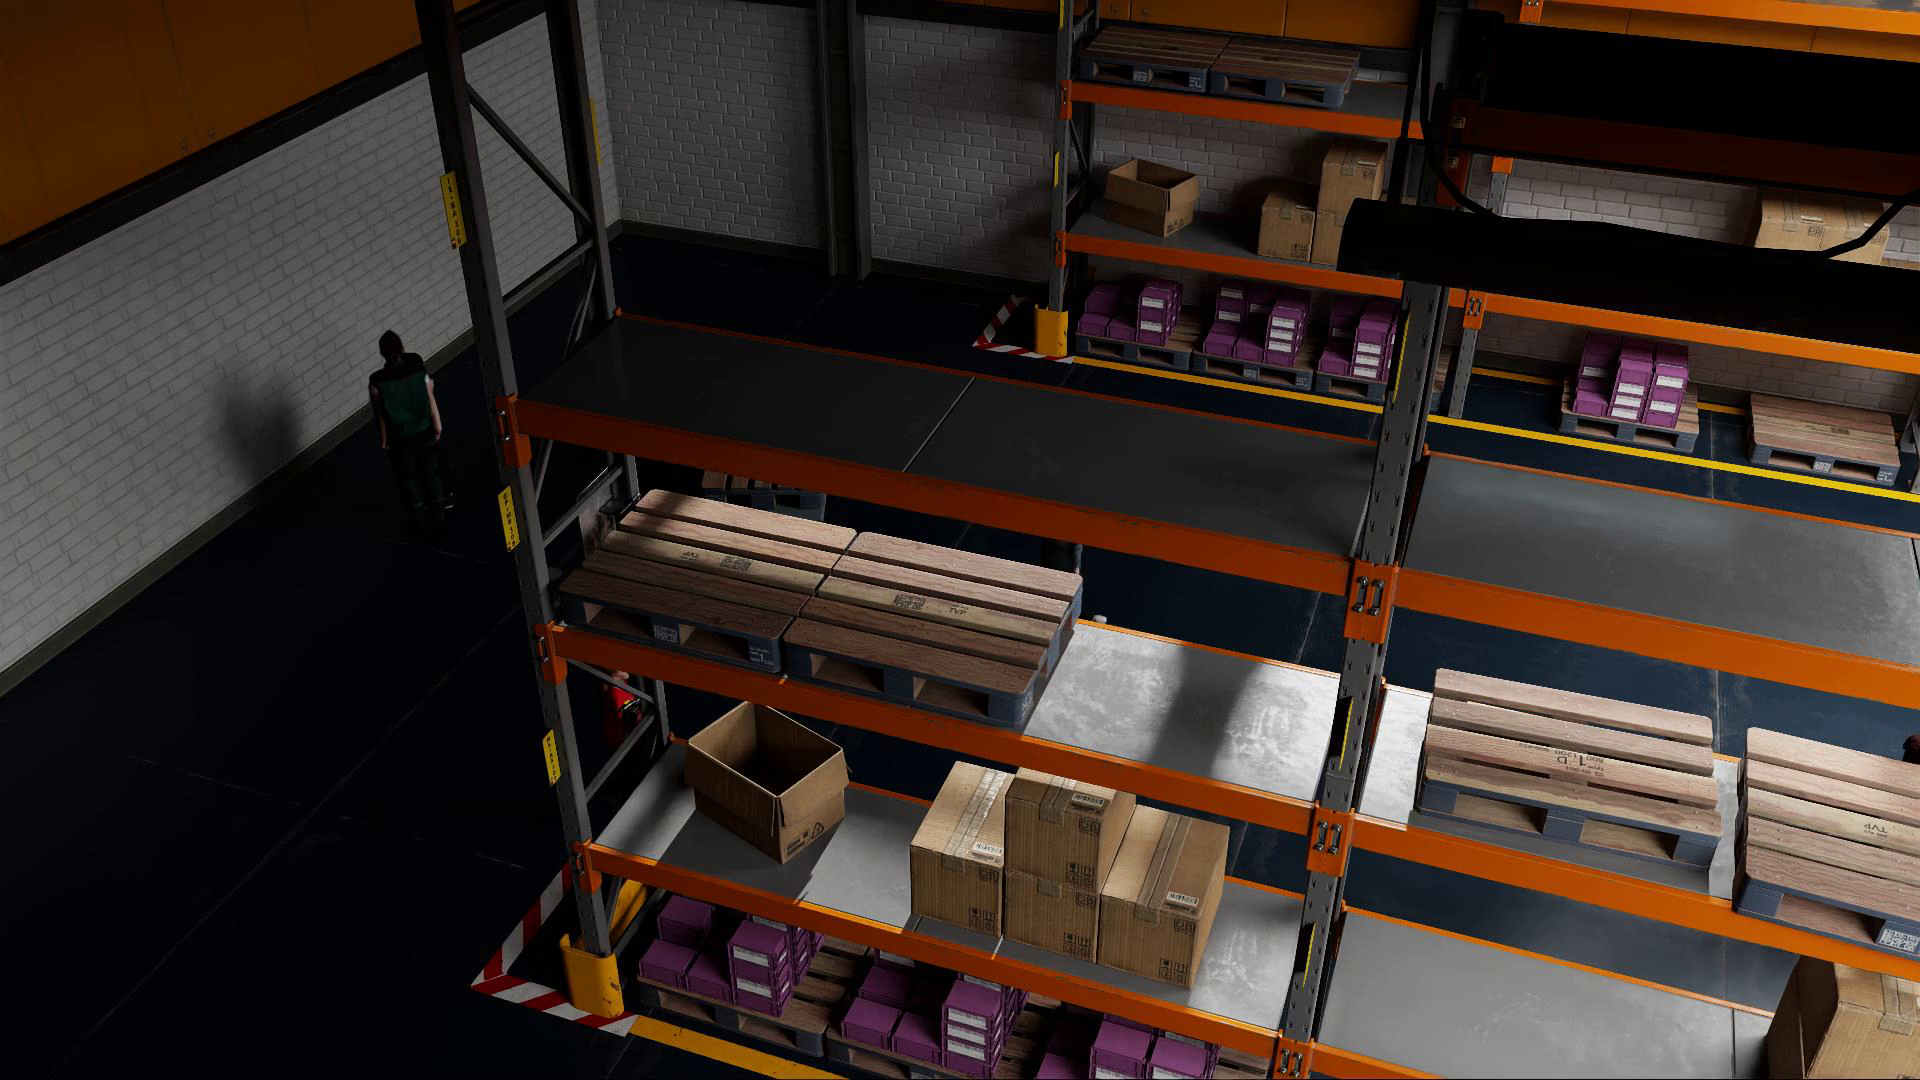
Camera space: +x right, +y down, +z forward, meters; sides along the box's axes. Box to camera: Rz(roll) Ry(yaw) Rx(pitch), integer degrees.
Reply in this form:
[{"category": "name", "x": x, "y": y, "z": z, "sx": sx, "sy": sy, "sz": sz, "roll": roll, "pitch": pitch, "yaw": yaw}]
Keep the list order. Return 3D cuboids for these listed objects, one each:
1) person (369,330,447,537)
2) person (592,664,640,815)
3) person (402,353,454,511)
[{"category": "person", "x": -4.553, "y": -0.888, "z": 13.747, "sx": 0.783, "sy": 1.845, "sz": 0.836, "roll": -17, "pitch": 37, "yaw": -24}, {"category": "person", "x": -2.281, "y": 1.296, "z": 10.977, "sx": 0.720, "sy": 1.274, "sz": 0.643, "roll": -6, "pitch": 34, "yaw": -9}, {"category": "person", "x": -4.538, "y": -0.941, "z": 14.182, "sx": 0.693, "sy": 1.452, "sz": 0.650, "roll": -11, "pitch": 35, "yaw": -16}]
